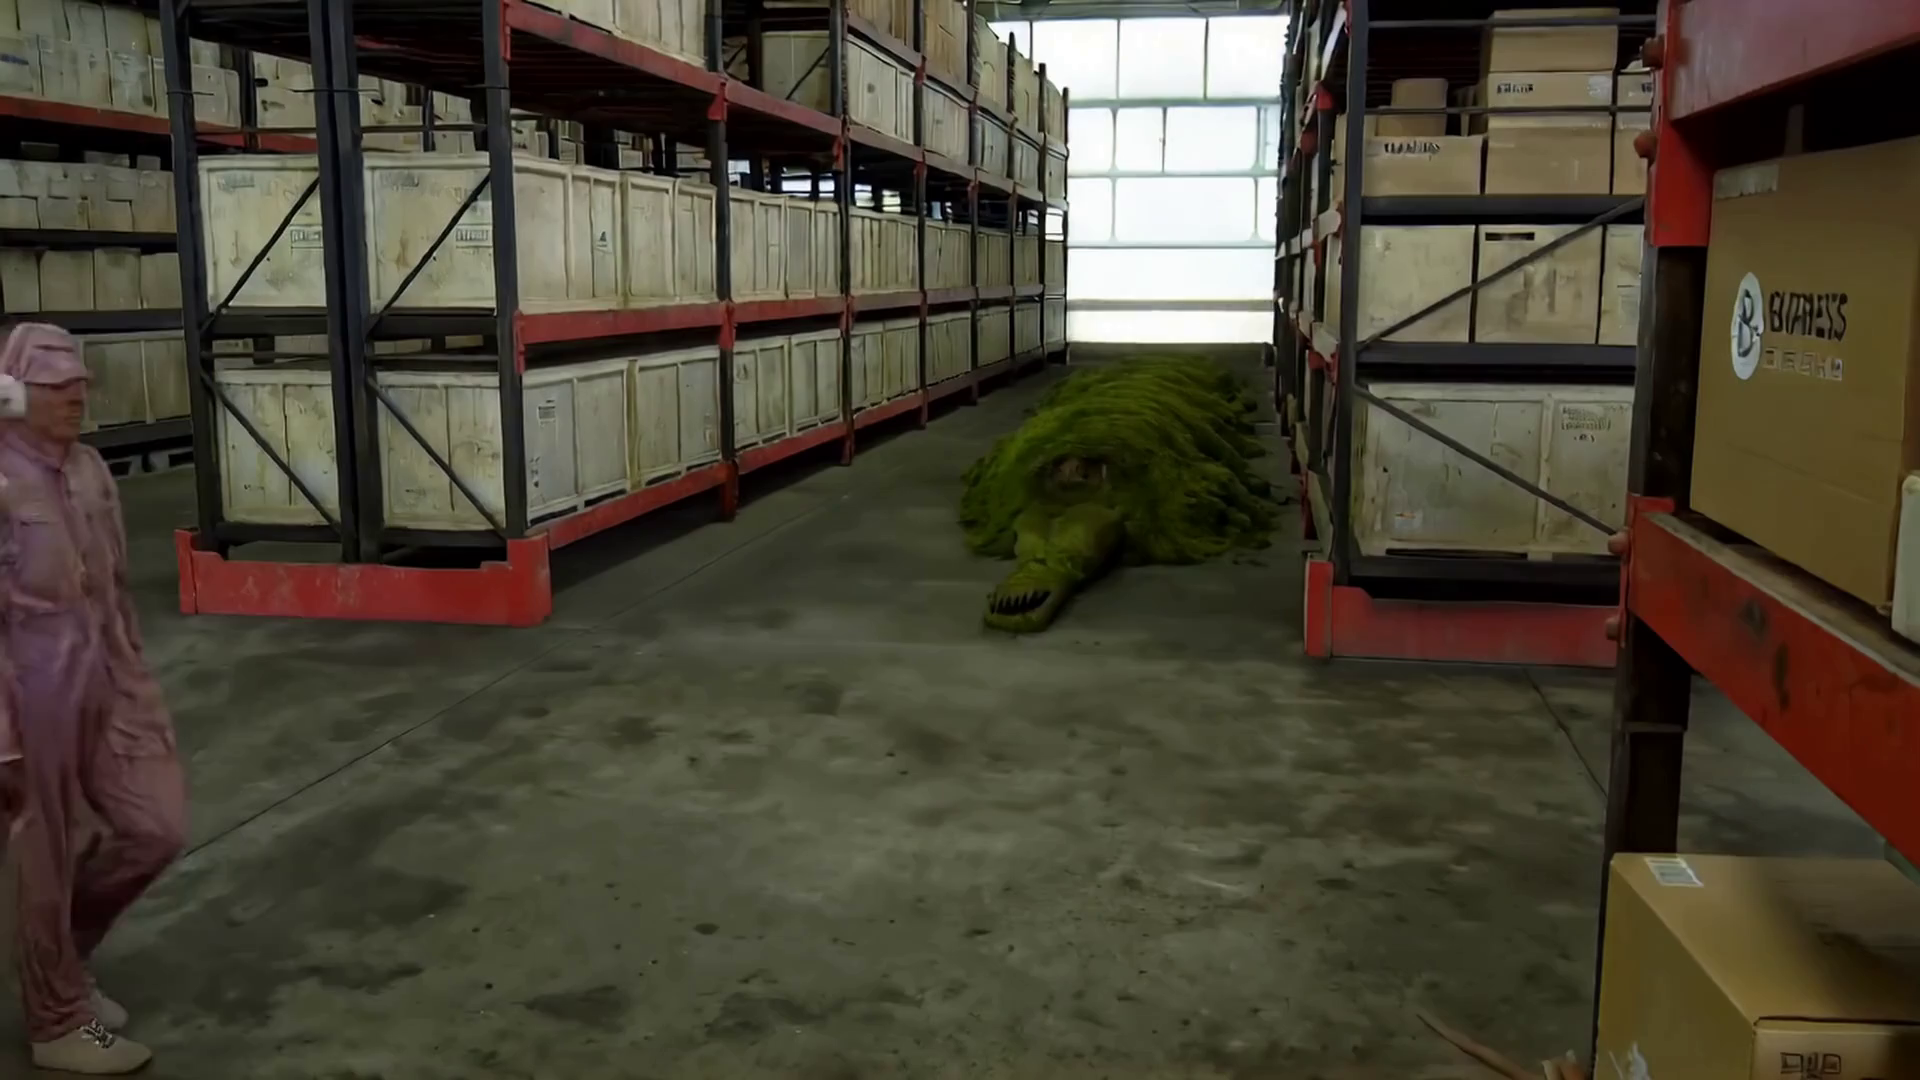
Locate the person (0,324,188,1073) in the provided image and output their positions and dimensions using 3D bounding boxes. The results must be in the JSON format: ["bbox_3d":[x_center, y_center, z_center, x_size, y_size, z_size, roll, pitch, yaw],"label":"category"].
[{"bbox_3d":[-2.237,0.415,4.154,0.429,1.892,0.676,1,9,6],"label":"person"}]
